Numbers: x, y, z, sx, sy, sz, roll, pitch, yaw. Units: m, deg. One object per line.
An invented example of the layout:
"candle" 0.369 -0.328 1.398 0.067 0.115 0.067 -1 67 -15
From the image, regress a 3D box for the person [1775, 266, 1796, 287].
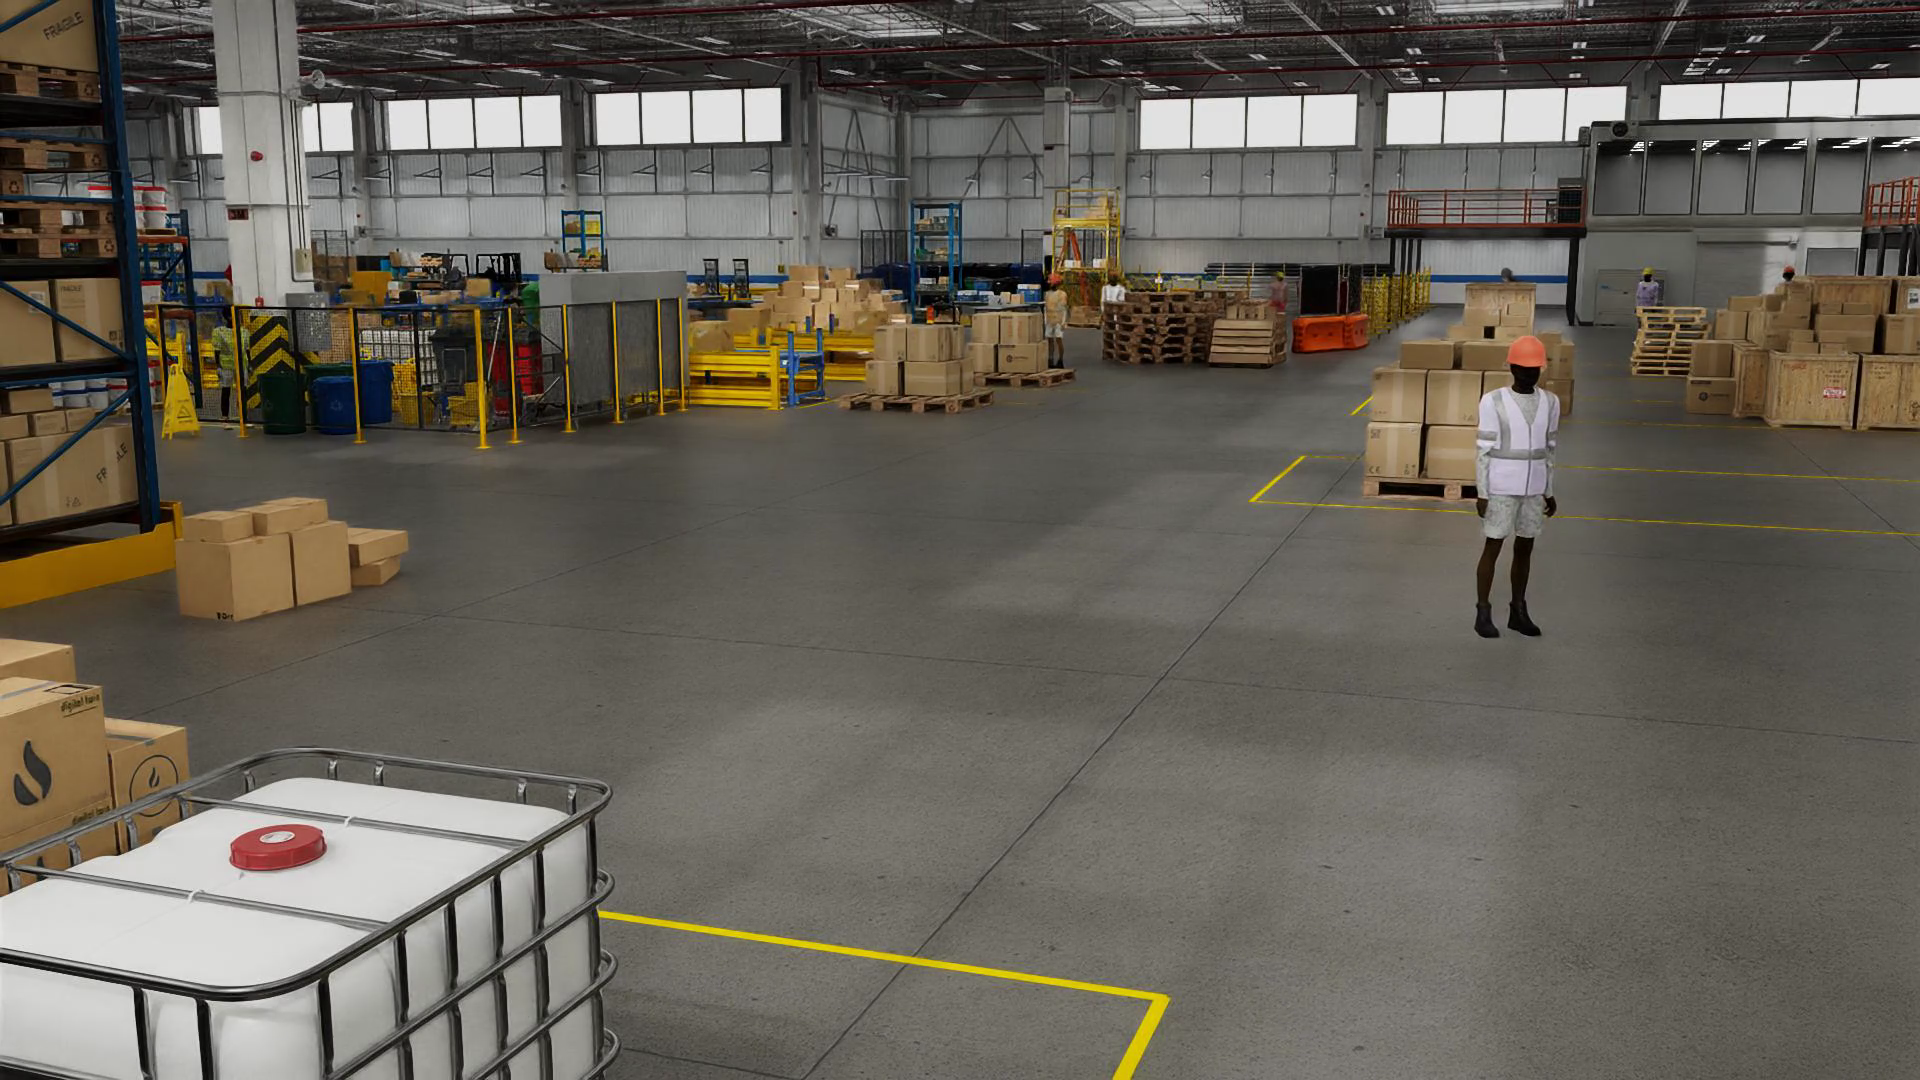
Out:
"person" 18.411 -5.079 37.061 0.605 2.033 0.391 1 10 6

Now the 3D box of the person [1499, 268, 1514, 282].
"person" 11.668 -4.834 35.658 0.698 2.000 0.968 7 12 35

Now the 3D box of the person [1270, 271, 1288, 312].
"person" 9.335 -6.998 48.678 0.526 1.752 0.515 0 10 1

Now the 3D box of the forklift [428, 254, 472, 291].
"forklift" -20.133 -10.254 65.465 1.157 1.987 2.680 3 11 19

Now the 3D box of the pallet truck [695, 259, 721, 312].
"pallet truck" -9.165 -9.627 62.776 0.823 1.965 1.885 4 11 23

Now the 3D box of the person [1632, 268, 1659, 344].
"person" 17.318 -5.903 41.991 0.354 1.930 0.590 -7 12 -35

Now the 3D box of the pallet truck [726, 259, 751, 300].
"pallet truck" -7.986 -9.493 62.019 0.823 1.965 1.885 3 11 17

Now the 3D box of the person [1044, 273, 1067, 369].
"person" 1.903 -4.428 33.664 0.551 1.935 0.375 9 14 42

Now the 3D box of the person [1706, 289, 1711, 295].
"person" 26.883 -9.116 60.190 0.657 1.876 0.855 -8 13 -38

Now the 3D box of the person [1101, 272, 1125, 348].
"person" 3.580 -5.350 39.017 0.616 1.875 0.445 4 11 22

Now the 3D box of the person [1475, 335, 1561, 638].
"person" 3.560 -0.333 10.600 0.548 1.936 0.378 -2 10 -10

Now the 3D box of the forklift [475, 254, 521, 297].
"forklift" -17.990 -10.121 64.684 1.157 1.987 2.680 3 11 17

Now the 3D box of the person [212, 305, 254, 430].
"person" -9.874 -2.344 22.604 0.319 1.698 0.532 8 13 40
